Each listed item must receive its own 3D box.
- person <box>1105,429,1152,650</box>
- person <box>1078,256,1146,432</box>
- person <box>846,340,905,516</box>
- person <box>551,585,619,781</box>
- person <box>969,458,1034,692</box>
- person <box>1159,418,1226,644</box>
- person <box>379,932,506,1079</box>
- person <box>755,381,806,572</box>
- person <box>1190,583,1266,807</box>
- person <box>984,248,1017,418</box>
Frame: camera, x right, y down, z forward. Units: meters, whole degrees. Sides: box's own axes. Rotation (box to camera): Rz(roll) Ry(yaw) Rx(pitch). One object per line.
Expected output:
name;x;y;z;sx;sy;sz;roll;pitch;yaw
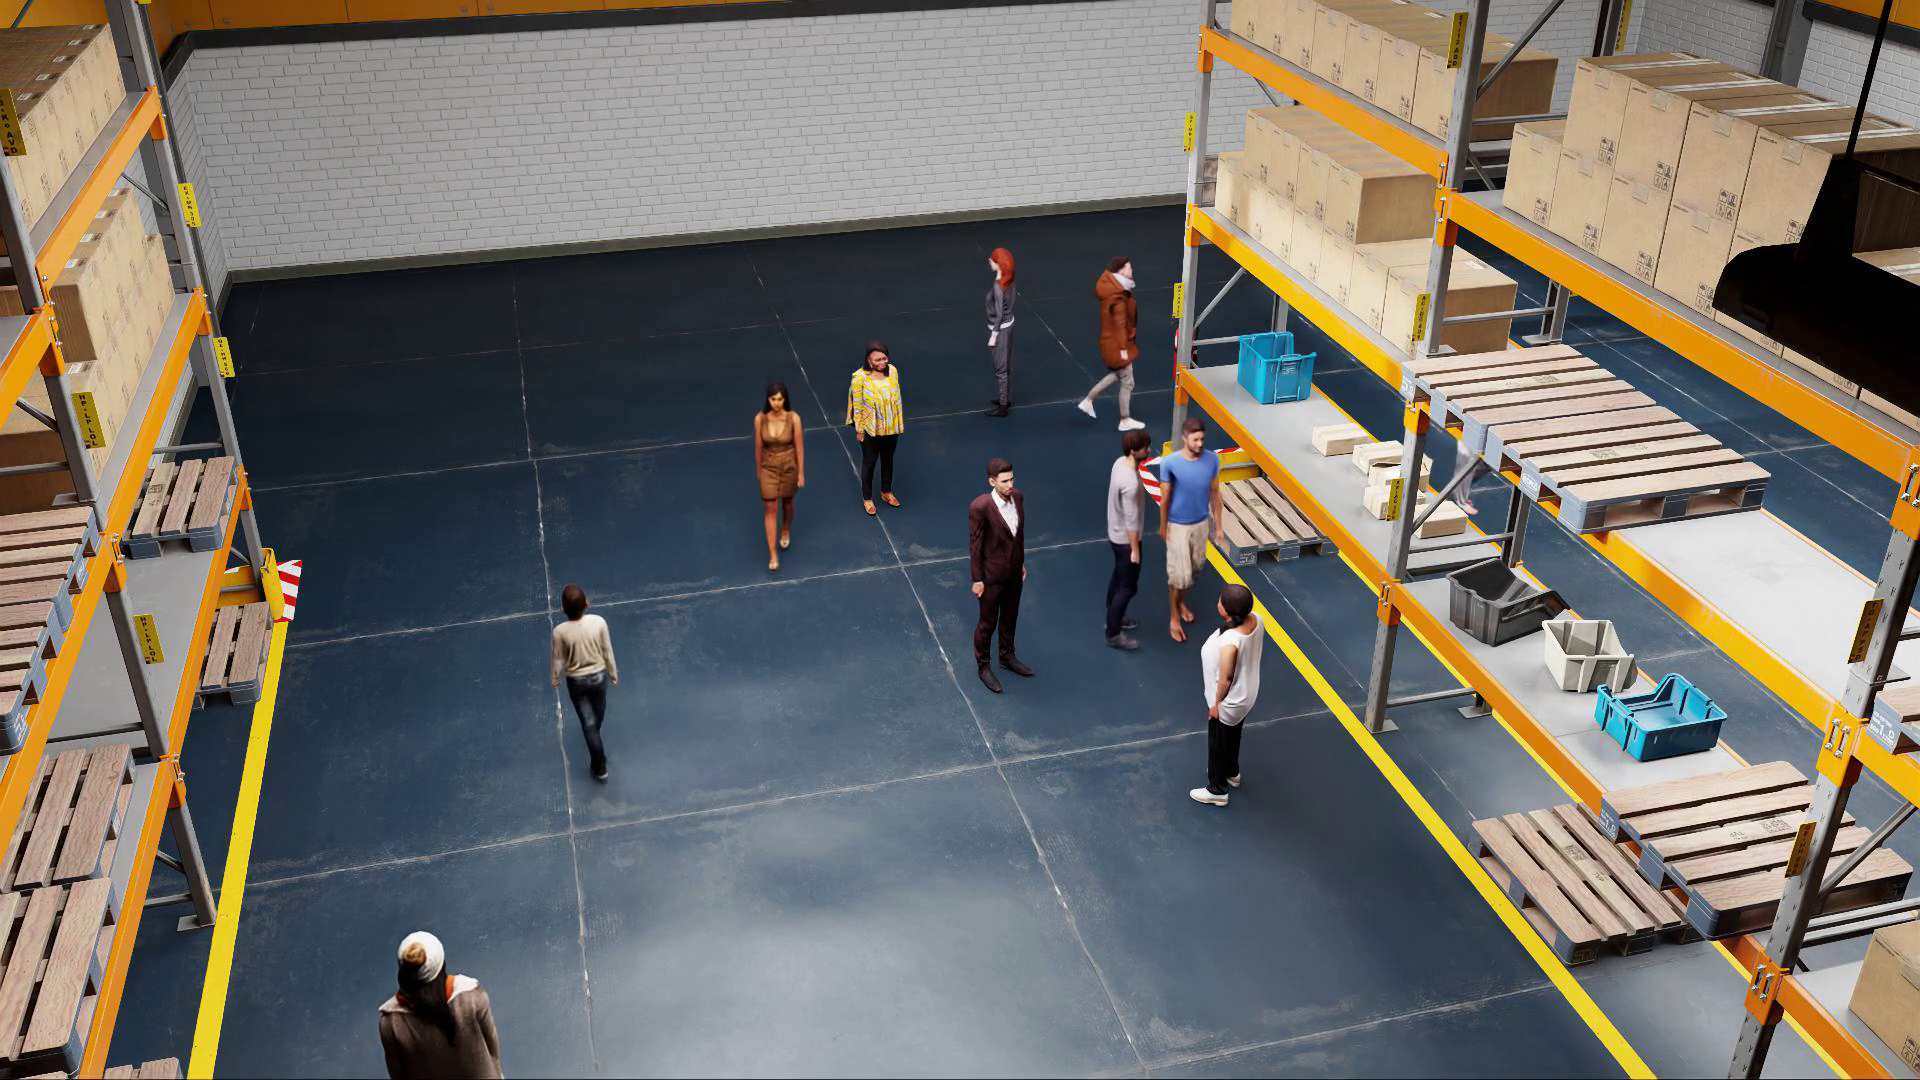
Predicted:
person;1.289;-0.037;13.057;0.763;1.839;0.568;-1;29;-2
person;1.512;-1.933;16.549;0.808;1.823;0.858;-5;29;-9
person;-0.742;-1.039;15.087;0.839;1.654;0.883;-20;35;-33
person;-2.572;1.014;11.550;0.723;1.437;0.996;-14;32;-24
person;0.296;0.223;12.554;0.778;1.865;0.768;-23;36;-36
person;1.784;-0.172;13.304;0.651;1.840;0.823;-9;30;-16
person;-2.498;2.633;8.108;0.721;1.890;0.707;-12;31;-21
person;-1.542;-0.623;14.326;0.704;1.651;1.061;-1;29;-2
person;1.811;1.022;11.272;0.812;1.688;0.758;17;33;28
person;0.422;-2.126;16.945;0.717;1.782;0.607;8;30;15
